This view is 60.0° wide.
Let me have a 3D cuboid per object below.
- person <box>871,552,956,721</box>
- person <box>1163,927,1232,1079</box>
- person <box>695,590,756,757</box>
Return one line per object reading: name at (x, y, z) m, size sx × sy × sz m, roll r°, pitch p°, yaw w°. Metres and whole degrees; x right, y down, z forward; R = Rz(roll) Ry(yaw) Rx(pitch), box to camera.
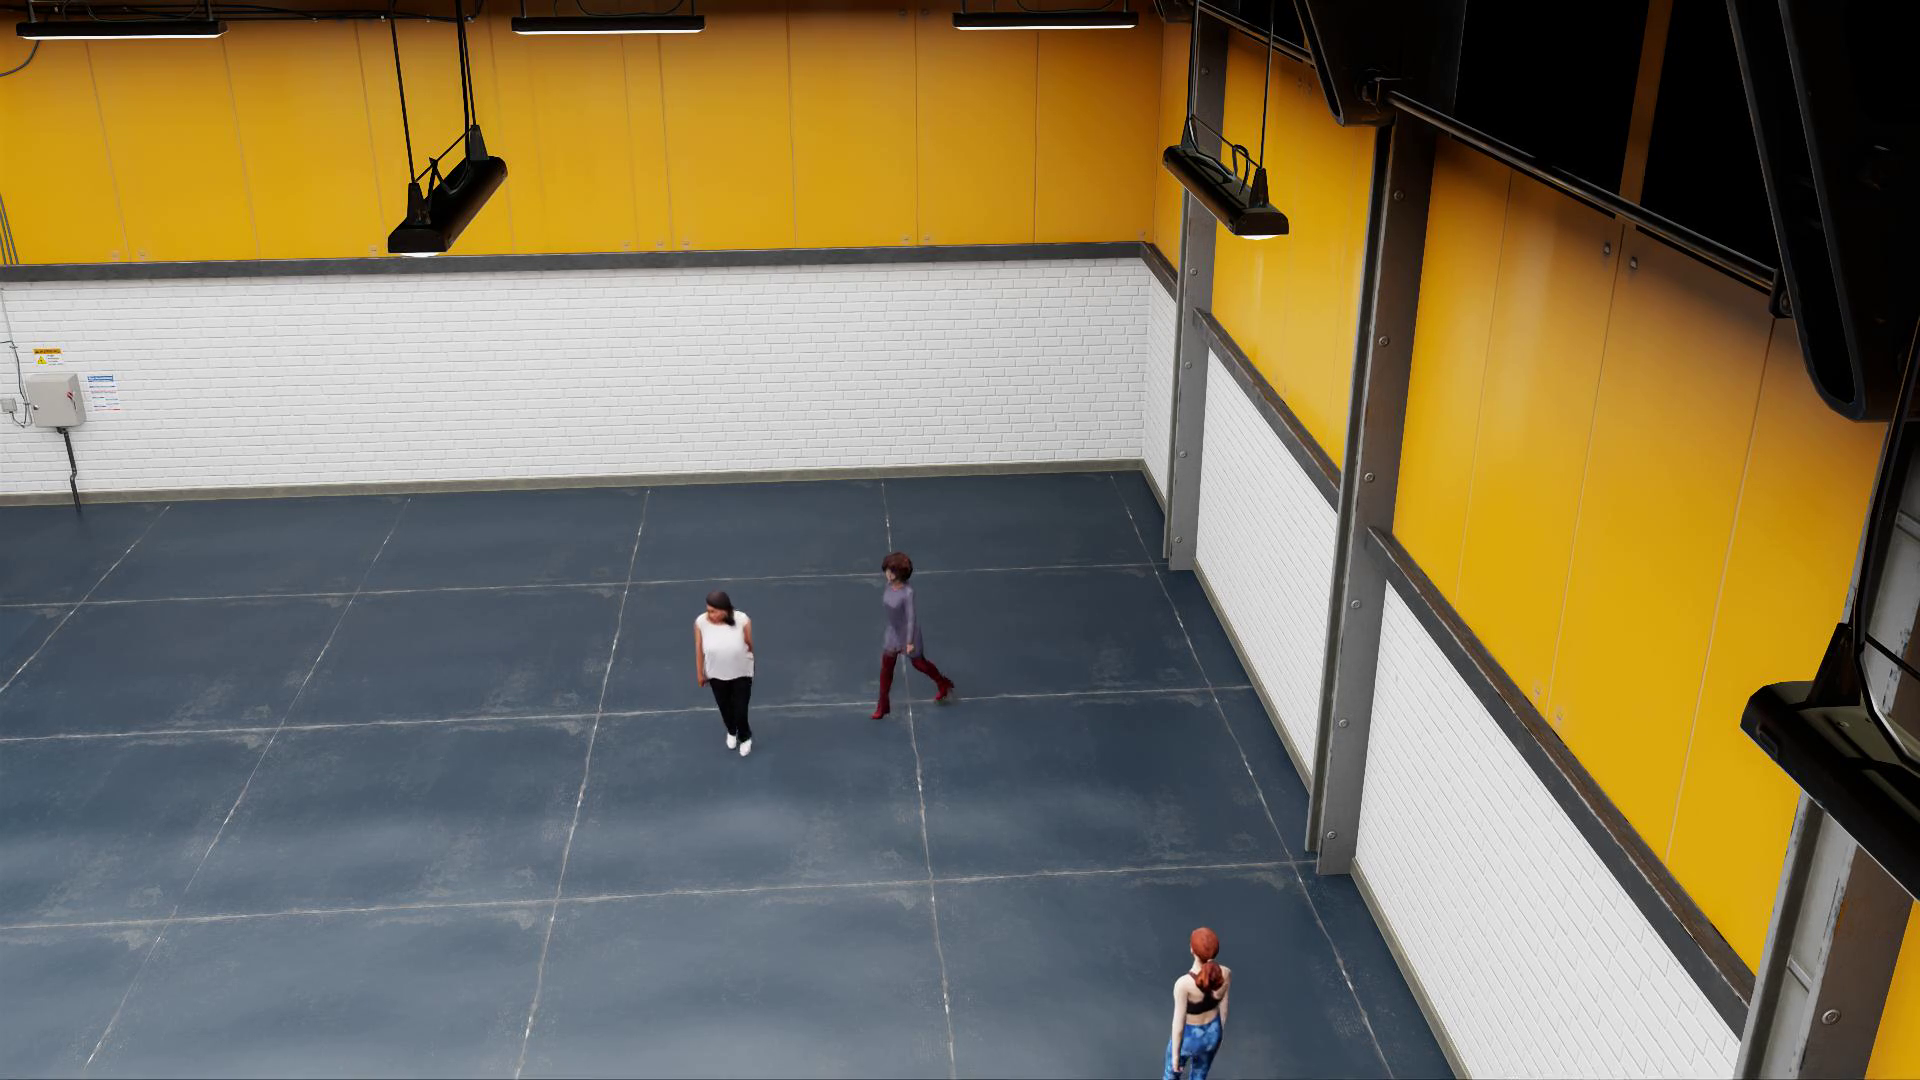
person at (-0.447, 0.889, 15.753) m, size 1.071 × 1.675 × 1.147 m, roll -15°, pitch 28°, yaw -30°
person at (1.505, 3.202, 10.338) m, size 0.655 × 1.774 × 0.809 m, roll -8°, pitch 25°, yaw -17°
person at (-2.075, 1.159, 15.149) m, size 0.716 × 1.664 × 0.763 m, roll -2°, pitch 24°, yaw -4°
